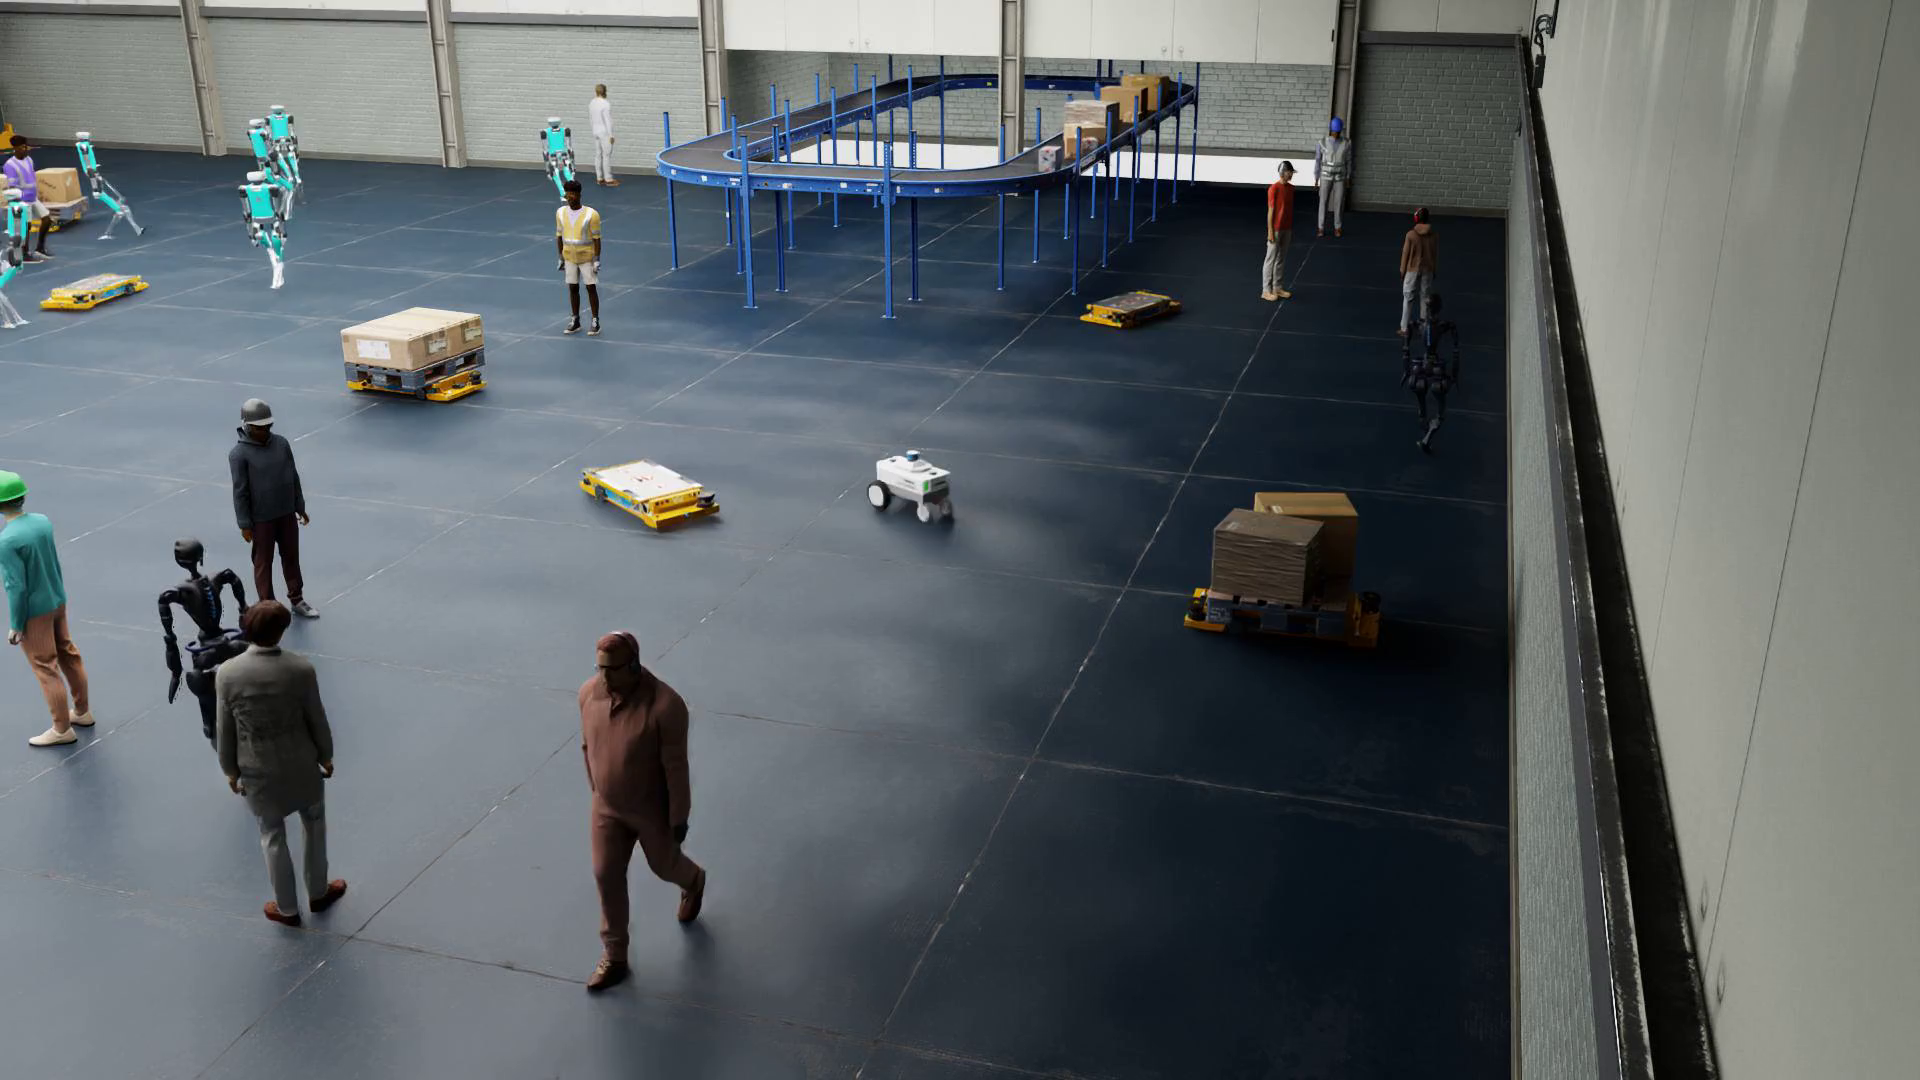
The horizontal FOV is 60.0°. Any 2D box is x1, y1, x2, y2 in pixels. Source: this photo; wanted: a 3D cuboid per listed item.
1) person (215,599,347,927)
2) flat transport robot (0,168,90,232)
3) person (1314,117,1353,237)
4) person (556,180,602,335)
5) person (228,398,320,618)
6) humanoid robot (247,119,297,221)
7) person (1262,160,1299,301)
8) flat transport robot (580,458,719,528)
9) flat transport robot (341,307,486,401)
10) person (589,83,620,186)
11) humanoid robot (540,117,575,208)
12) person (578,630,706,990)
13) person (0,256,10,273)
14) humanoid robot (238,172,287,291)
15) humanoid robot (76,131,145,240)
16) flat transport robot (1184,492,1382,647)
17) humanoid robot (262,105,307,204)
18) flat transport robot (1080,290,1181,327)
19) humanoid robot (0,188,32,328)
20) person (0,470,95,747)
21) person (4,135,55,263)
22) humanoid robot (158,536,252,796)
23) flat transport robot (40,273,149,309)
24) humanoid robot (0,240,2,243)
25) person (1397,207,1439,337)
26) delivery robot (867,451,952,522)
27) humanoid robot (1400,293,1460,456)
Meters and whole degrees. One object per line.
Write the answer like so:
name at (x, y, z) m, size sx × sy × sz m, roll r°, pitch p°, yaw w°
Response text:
person at (-3.661, 1.197, 8.927) m, size 0.568 × 1.815 × 0.414 m, roll -7°, pitch 22°, yaw -18°
flat transport robot at (-15.553, -5.437, 28.280) m, size 0.659 × 0.231 × 1.431 m, roll -3°, pitch 21°, yaw -8°
person at (6.129, -5.960, 27.325) m, size 0.609 × 1.936 × 0.417 m, roll 1°, pitch 21°, yaw 3°
person at (-4.840, -3.591, 21.135) m, size 0.606 × 1.965 × 0.367 m, roll 5°, pitch 22°, yaw 13°
person at (-5.209, -0.206, 12.579) m, size 0.380 × 1.806 × 0.548 m, roll 15°, pitch 25°, yaw 33°
humanoid robot at (-11.781, -6.351, 28.701) m, size 0.547 × 1.839 × 0.738 m, roll 16°, pitch 26°, yaw 35°
person at (4.458, -4.281, 23.000) m, size 0.483 × 1.910 × 0.407 m, roll -17°, pitch 27°, yaw -38°
flat transport robot at (-2.878, -0.443, 15.325) m, size 0.659 × 0.231 × 1.431 m, roll -17°, pitch 27°, yaw -36°
flat transport robot at (-6.164, -1.812, 18.878) m, size 1.431 × 0.231 × 0.659 m, roll 9°, pitch 23°, yaw 22°
person at (-6.908, -7.843, 32.203) m, size 0.355 × 1.937 × 0.634 m, roll -19°, pitch 28°, yaw -40°
humanoid robot at (-6.866, -6.372, 28.738) m, size 0.552 × 1.760 × 1.043 m, roll -10°, pitch 23°, yaw -24°
person at (-1.645, 1.306, 8.559) m, size 0.651 × 1.871 × 0.875 m, roll 8°, pitch 22°, yaw 19°
person at (-14.587, -4.843, 24.544) m, size 1.024 × 1.844 × 0.610 m, roll -4°, pitch 21°, yaw -10°
humanoid robot at (-9.696, -4.337, 23.382) m, size 0.531 × 1.728 × 0.967 m, roll -3°, pitch 21°, yaw -7°
humanoid robot at (-13.817, -5.755, 27.151) m, size 0.874 × 1.830 × 0.550 m, roll -10°, pitch 23°, yaw -24°
flat transport robot at (2.480, 0.549, 12.753) m, size 1.431 × 0.231 × 0.659 m, roll 6°, pitch 22°, yaw 15°
humanoid robot at (-12.209, -6.948, 30.161) m, size 0.544 × 1.783 × 0.714 m, roll -14°, pitch 25°, yaw -33°
flat transport robot at (2.288, -3.080, 22.165) m, size 0.659 × 0.231 × 1.431 m, roll 17°, pitch 27°, yaw 37°
humanoid robot at (-12.407, -3.616, 21.562) m, size 0.789 × 1.808 × 0.560 m, roll -11°, pitch 24°, yaw -26°
person at (-6.004, 0.443, 10.801) m, size 0.363 × 1.872 × 0.512 m, roll 2°, pitch 21°, yaw 5°
person at (-14.161, -5.178, 25.287) m, size 0.549 × 1.939 × 0.687 m, roll 1°, pitch 21°, yaw 3°
humanoid robot at (-4.544, 0.761, 10.251) m, size 0.584 × 1.639 × 0.602 m, roll 17°, pitch 27°, yaw 37°
flat transport robot at (-12.047, -3.465, 23.165) m, size 0.659 × 0.231 × 1.431 m, roll 3°, pitch 21°, yaw 9°
humanoid robot at (-15.459, -5.363, 26.204) m, size 0.596 × 1.614 × 0.768 m, roll 3°, pitch 21°, yaw 7°
person at (5.798, -3.378, 21.018) m, size 0.467 × 1.644 × 0.334 m, roll 0°, pitch 21°, yaw 0°
delivery robot at (-0.443, -0.511, 15.133) m, size 0.815 × 0.614 × 0.499 m, roll 20°, pitch 28°, yaw 41°
humanoid robot at (4.665, -1.638, 16.505) m, size 0.598 × 1.640 × 0.505 m, roll 10°, pitch 23°, yaw 24°
